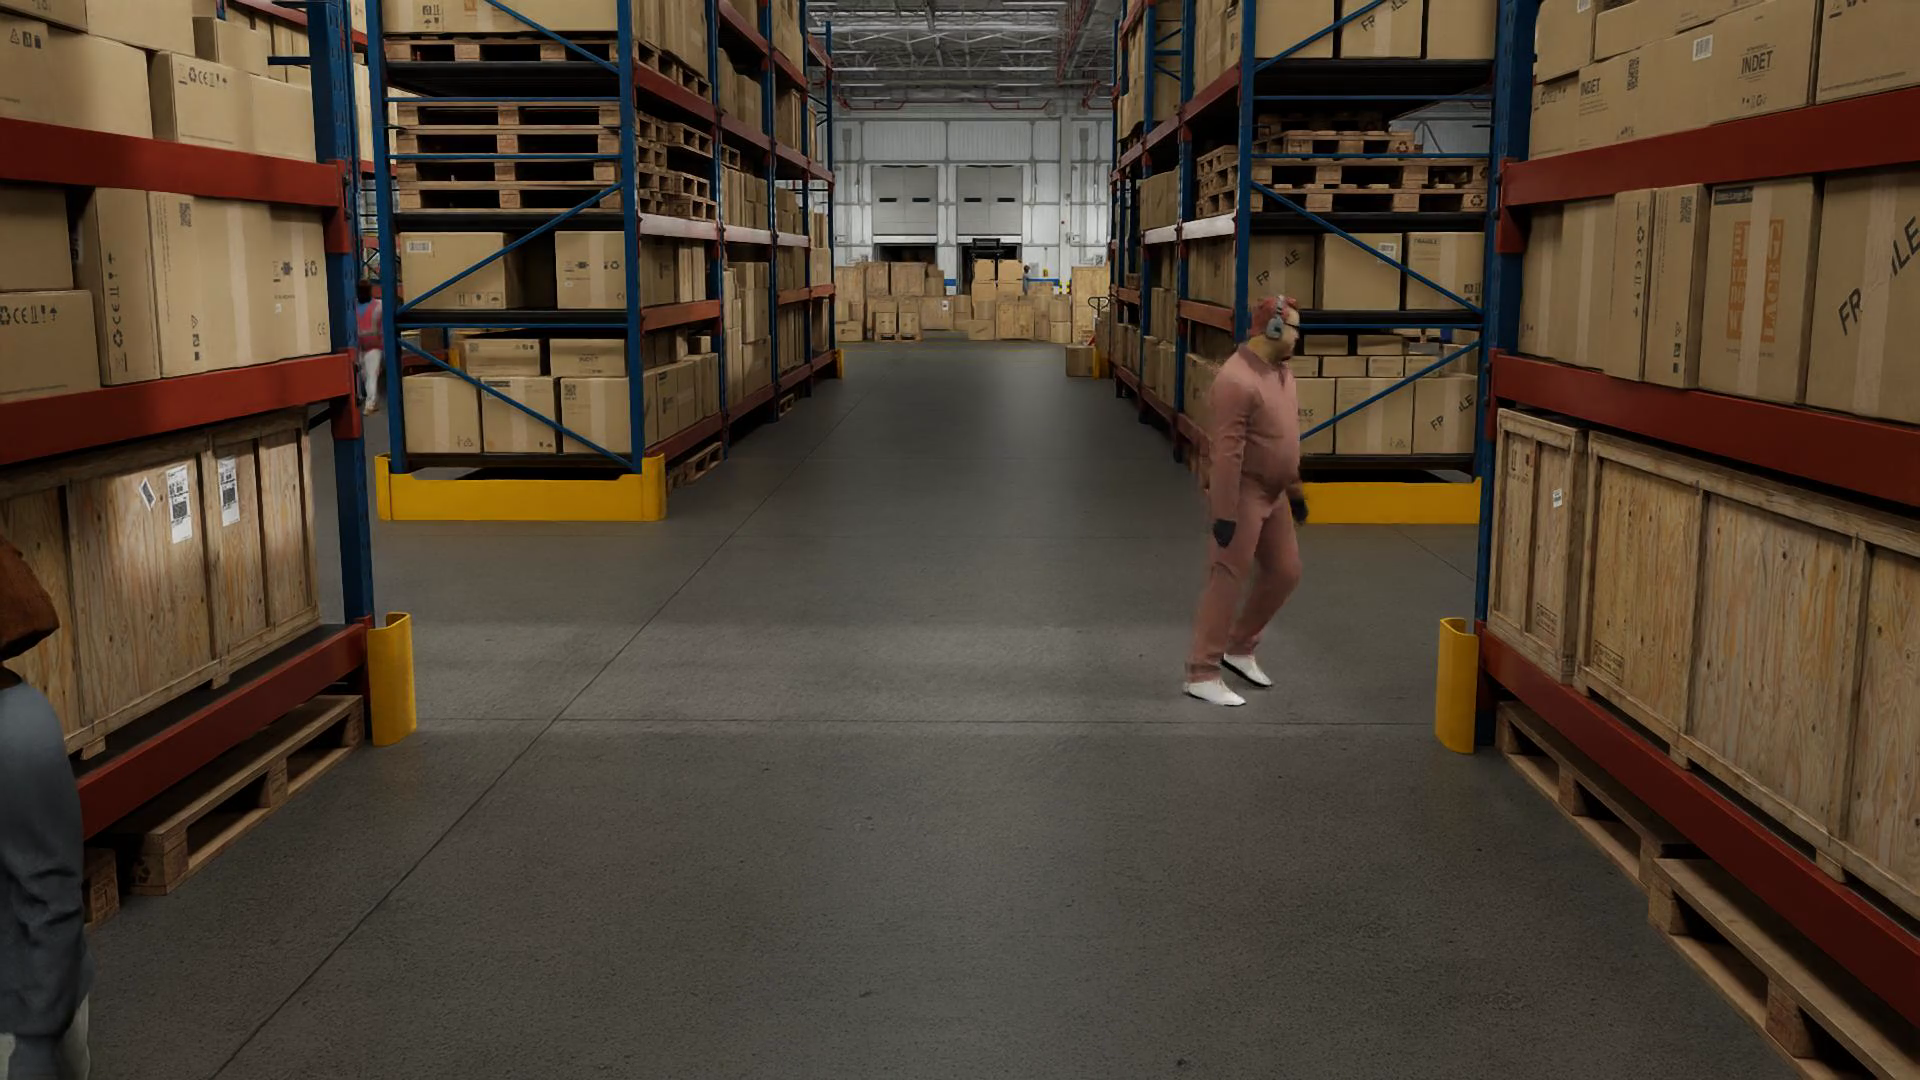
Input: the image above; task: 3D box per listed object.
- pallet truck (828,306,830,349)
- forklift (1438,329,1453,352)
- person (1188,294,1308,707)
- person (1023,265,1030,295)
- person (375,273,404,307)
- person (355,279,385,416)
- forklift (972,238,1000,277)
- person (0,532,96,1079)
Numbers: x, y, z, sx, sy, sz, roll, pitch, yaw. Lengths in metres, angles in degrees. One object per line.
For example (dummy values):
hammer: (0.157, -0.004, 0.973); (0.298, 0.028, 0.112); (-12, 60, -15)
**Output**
pallet truck: (-3.100, -3.940, 29.800); (1.885, 1.965, 0.823); (3, 10, 19)
forklift: (11.277, -5.456, 36.242); (1.129, 2.768, 1.873); (0, 9, -2)
person: (1.343, -0.192, 7.724); (0.448, 1.878, 0.680); (6, 11, 31)
person: (2.363, -8.938, 59.919); (0.355, 1.937, 0.635); (1, 10, 4)
person: (-11.852, -4.738, 34.694); (0.796, 1.952, 0.653); (3, 10, 20)
person: (-7.877, -2.569, 22.152); (0.633, 1.816, 0.814); (0, 9, 3)
forklift: (0.870, -8.589, 55.008); (1.129, 2.768, 1.873); (0, 9, 1)
person: (-1.568, 0.766, 2.701); (0.498, 1.634, 0.279); (9, 13, 42)
